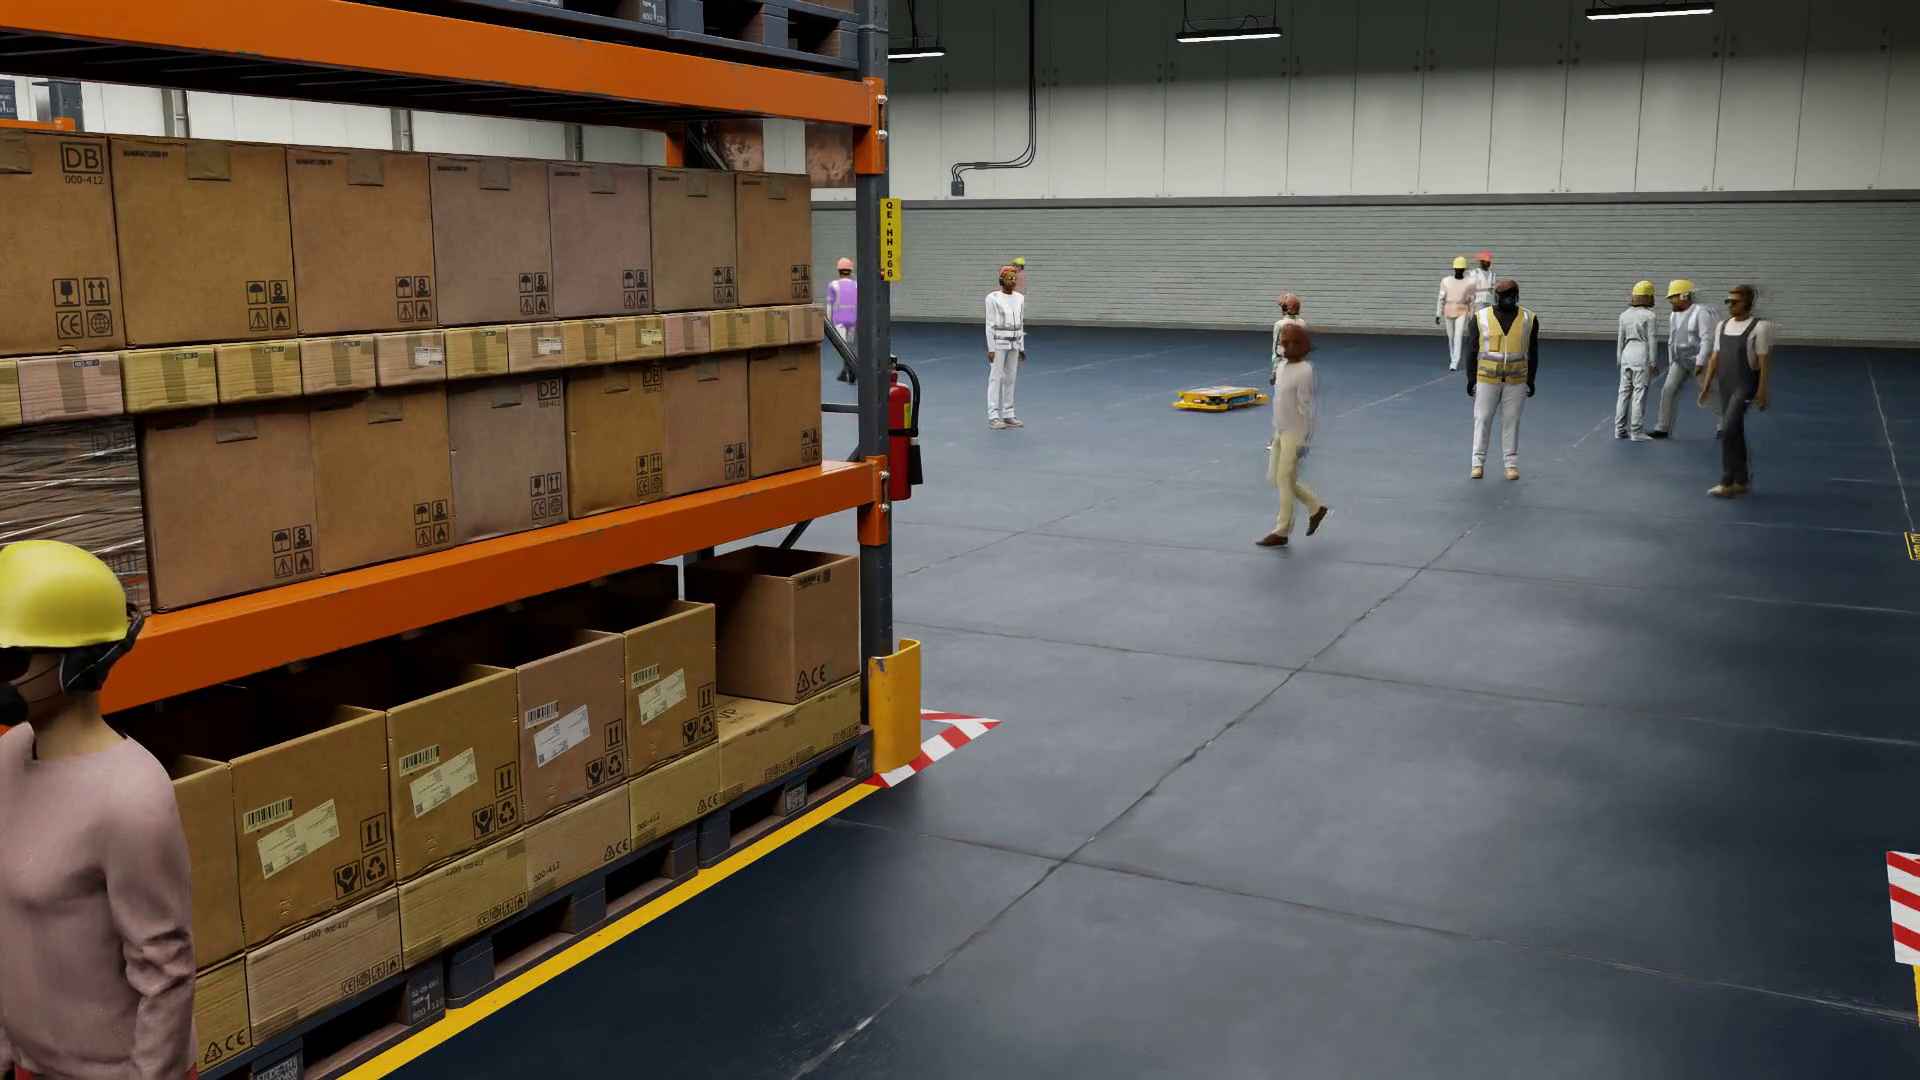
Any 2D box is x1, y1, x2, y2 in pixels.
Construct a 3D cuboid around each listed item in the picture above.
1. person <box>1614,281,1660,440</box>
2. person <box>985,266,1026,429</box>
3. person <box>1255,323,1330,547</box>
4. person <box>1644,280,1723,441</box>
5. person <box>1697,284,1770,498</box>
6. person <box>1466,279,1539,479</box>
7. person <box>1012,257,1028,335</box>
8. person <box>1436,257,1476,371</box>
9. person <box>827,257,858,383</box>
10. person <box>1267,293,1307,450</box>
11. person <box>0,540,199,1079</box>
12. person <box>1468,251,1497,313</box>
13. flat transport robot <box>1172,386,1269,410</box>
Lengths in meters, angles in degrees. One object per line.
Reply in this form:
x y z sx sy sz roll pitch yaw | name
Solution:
7.434 -1.960 18.254 0.318 1.741 0.521 -5 12 -26 | person
0.538 -2.245 19.418 0.573 1.883 0.359 -9 14 -40 | person
2.411 -0.753 11.973 0.519 1.618 0.517 -2 11 -11 | person
8.056 -1.959 18.230 0.838 1.768 0.640 -3 11 -17 | person
6.598 -1.274 14.283 0.718 1.819 0.504 -3 11 -18 | person
4.991 -1.475 15.333 0.636 1.840 0.429 2 11 12 | person
1.273 -5.473 37.366 0.487 1.751 0.533 -6 12 -28 | person
8.335 -3.797 27.905 0.590 1.883 0.988 6 12 29 | person
-1.730 -3.331 25.280 0.548 1.915 0.848 -5 11 -25 | person
3.418 -1.743 17.346 0.525 1.639 0.307 -10 14 -44 | person
-1.436 0.870 2.740 0.525 1.772 0.301 7 13 35 | person
10.241 -4.644 32.386 0.570 1.919 0.650 -4 11 -20 | person
3.414 -1.865 21.744 0.652 0.197 1.431 8 13 37 | flat transport robot
